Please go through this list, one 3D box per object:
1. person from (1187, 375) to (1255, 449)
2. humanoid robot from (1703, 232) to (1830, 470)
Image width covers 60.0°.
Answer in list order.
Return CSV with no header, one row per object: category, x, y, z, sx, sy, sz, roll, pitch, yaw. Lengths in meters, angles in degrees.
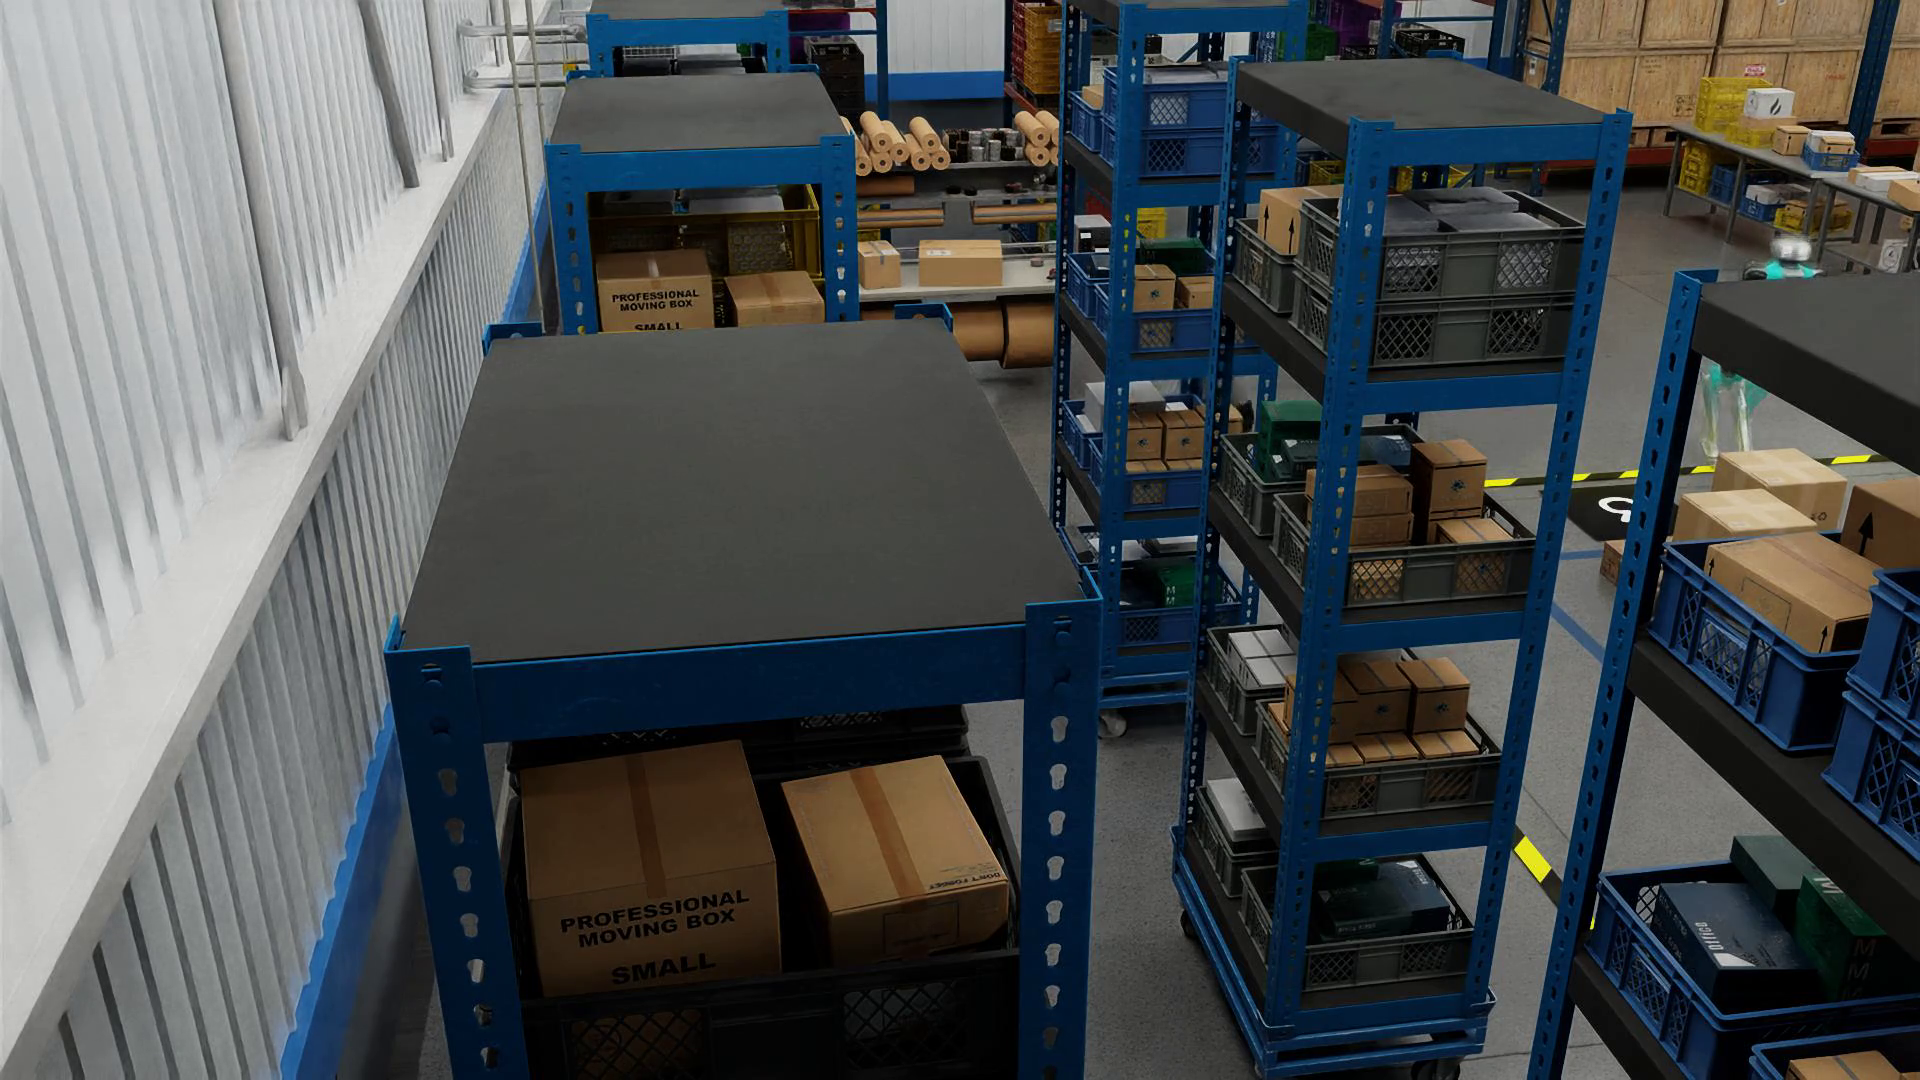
person,1.639,-1.142,10.964,0.874,1.796,0.606,-6,25,-13
humanoid robot,5.346,-1.310,11.229,0.533,1.677,0.735,1,25,1
